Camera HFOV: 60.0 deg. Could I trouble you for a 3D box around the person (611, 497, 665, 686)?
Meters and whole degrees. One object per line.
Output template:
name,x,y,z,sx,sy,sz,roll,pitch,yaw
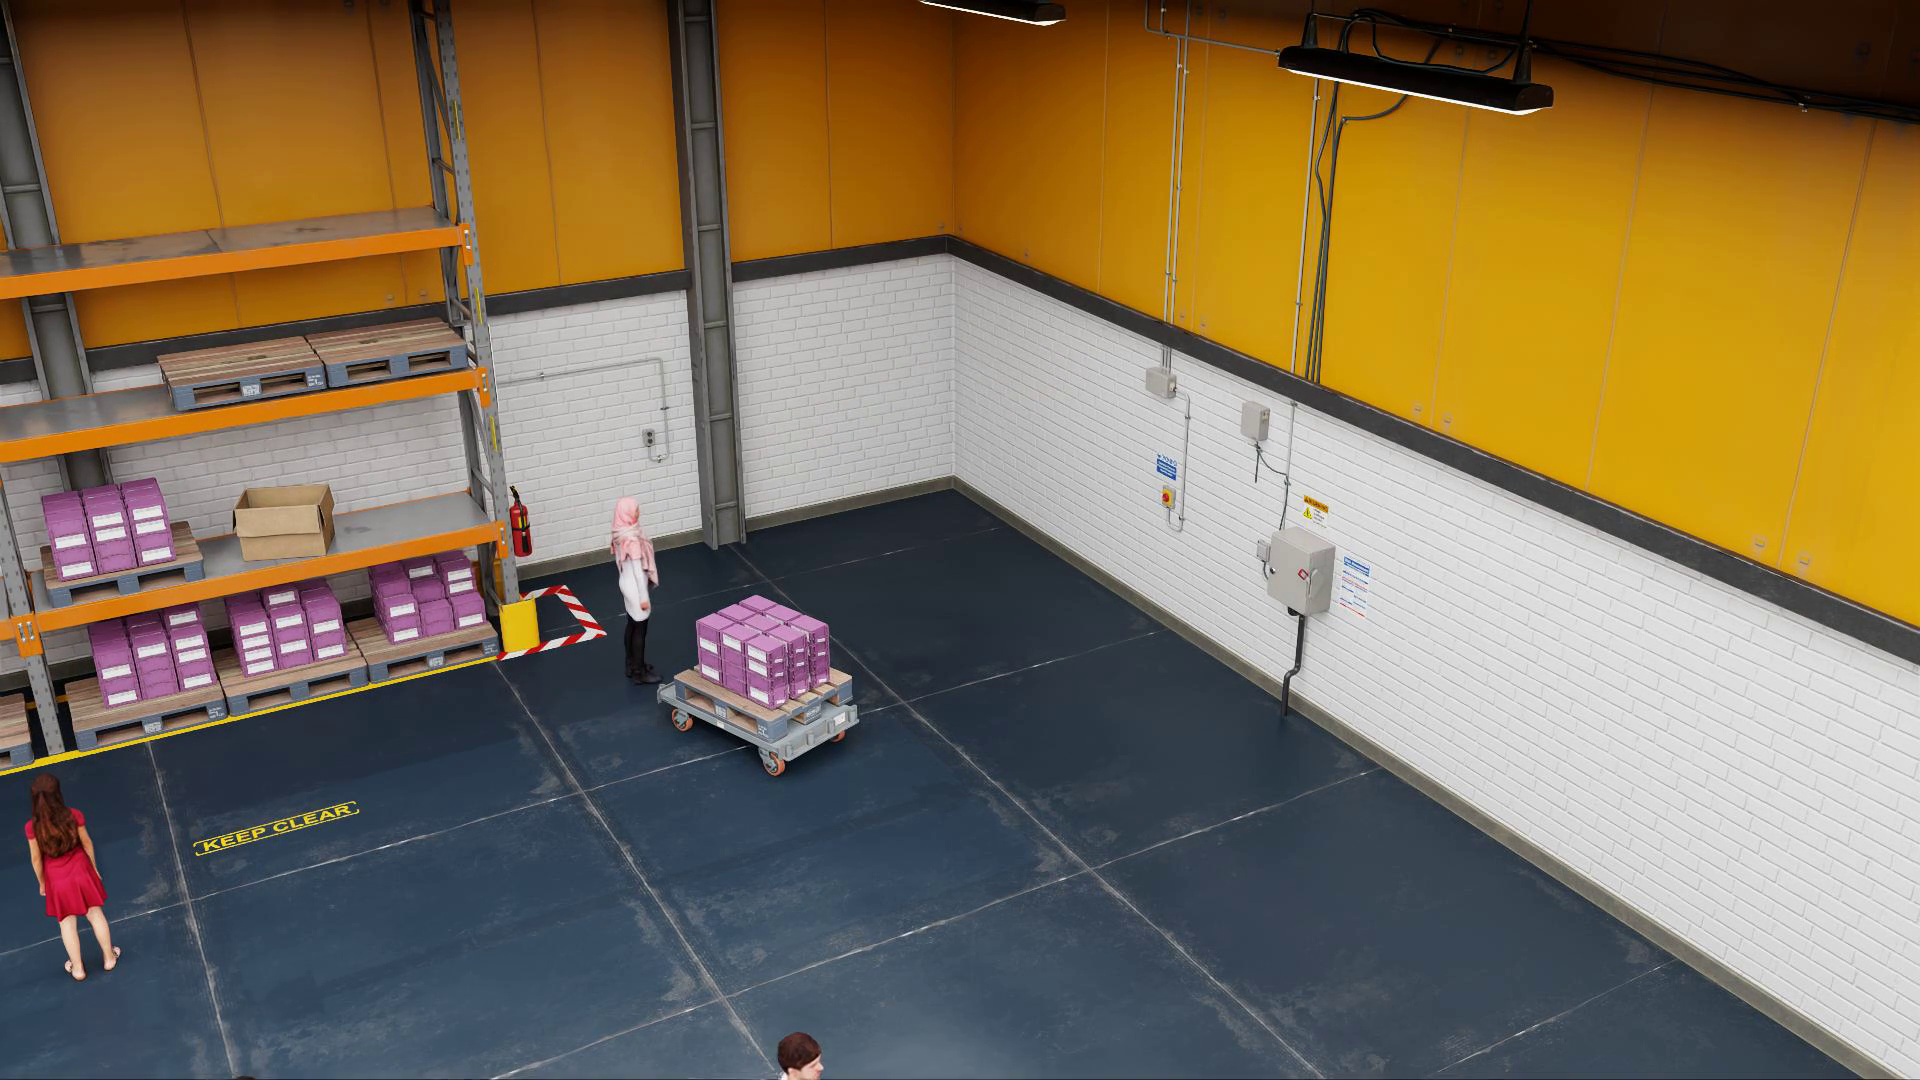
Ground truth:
person,-2.957,0.449,15.113,0.570,1.803,0.622,-13,27,-26

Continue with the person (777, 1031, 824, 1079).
person,-0.920,3.294,8.605,1.251,1.801,1.071,2,24,4

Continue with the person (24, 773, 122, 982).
person,-6.040,2.269,11.261,0.539,1.553,0.601,-14,27,-29
